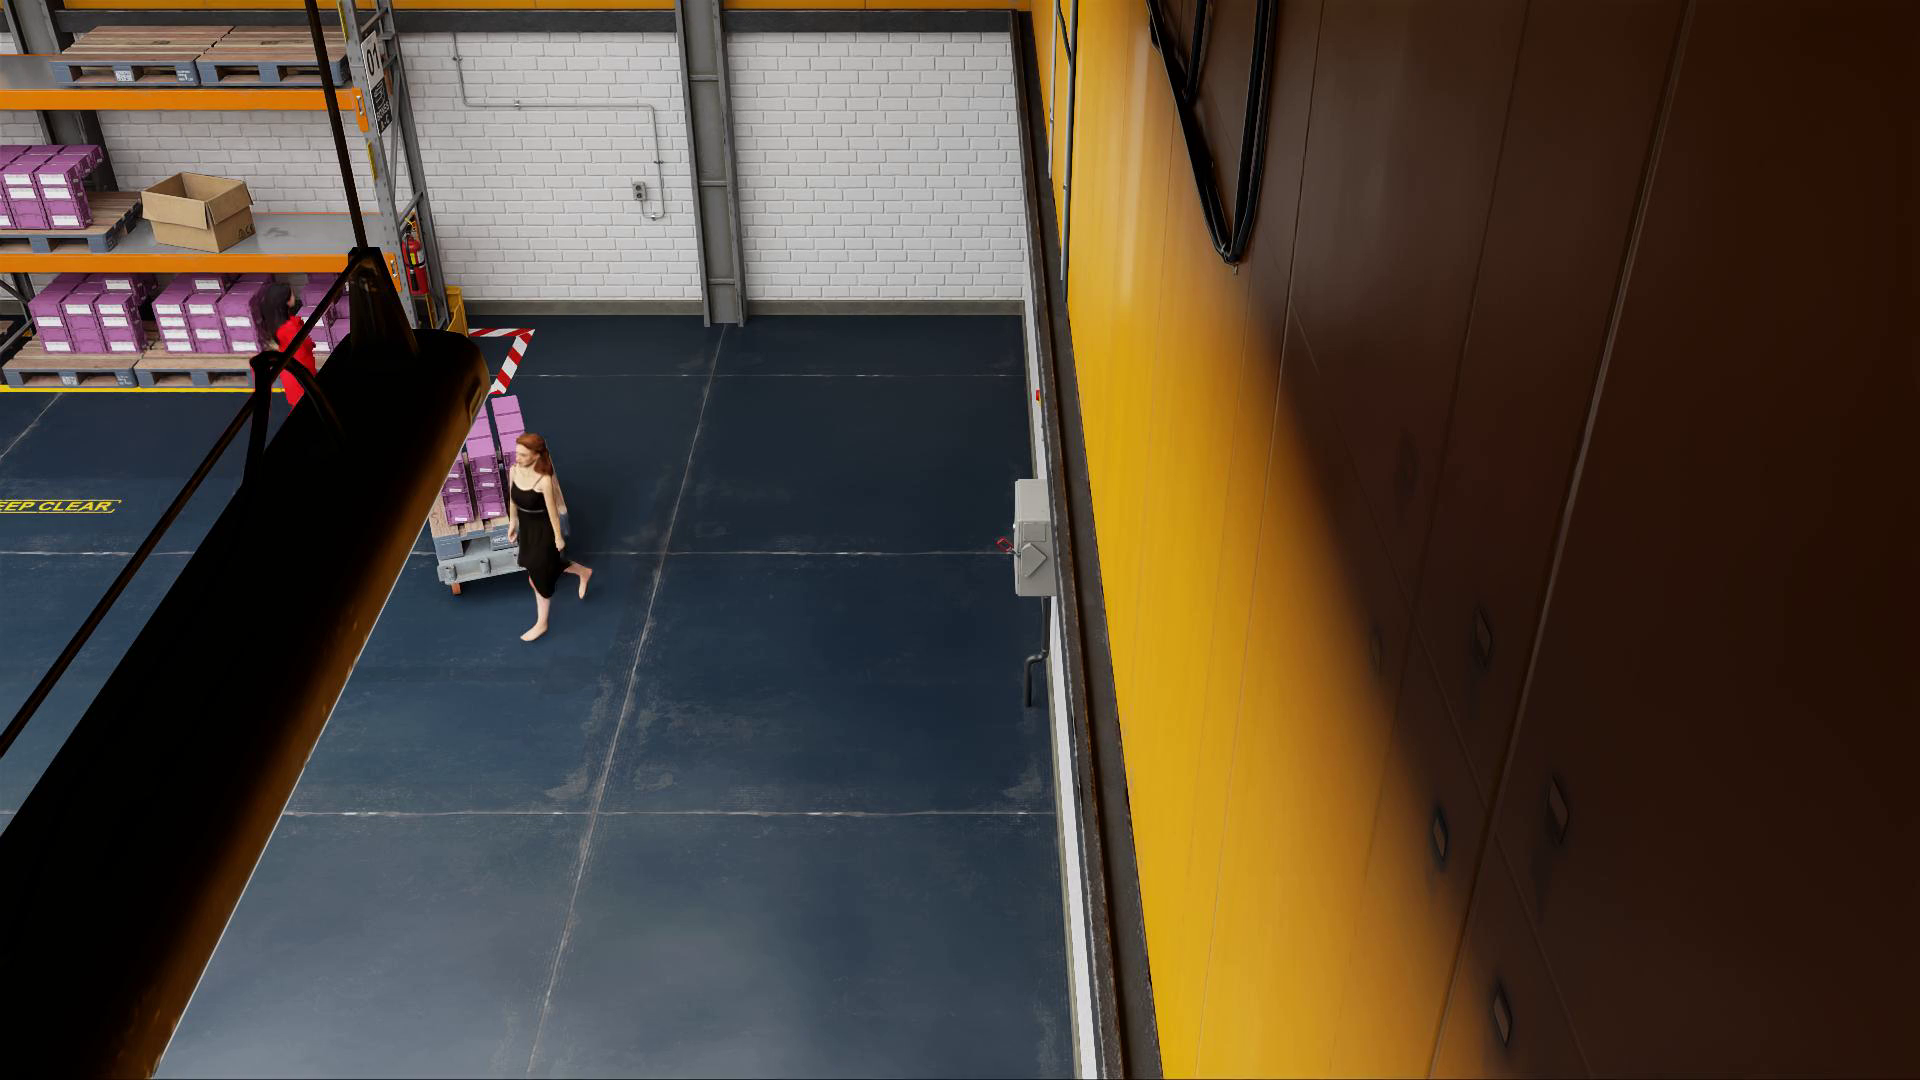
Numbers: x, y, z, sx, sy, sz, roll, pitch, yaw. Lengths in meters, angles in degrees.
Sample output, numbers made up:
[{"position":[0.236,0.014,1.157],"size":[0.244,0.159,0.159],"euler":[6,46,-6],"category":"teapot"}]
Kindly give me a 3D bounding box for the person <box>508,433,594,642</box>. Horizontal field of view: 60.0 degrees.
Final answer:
[{"position":[-2.988,-0.096,12.084],"size":[1.011,1.599,1.017],"euler":[25,41,32],"category":"person"}]

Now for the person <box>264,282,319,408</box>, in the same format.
[{"position":[-5.521,-1.284,13.746],"size":[0.819,1.737,0.762],"euler":[-26,41,-33],"category":"person"}]
